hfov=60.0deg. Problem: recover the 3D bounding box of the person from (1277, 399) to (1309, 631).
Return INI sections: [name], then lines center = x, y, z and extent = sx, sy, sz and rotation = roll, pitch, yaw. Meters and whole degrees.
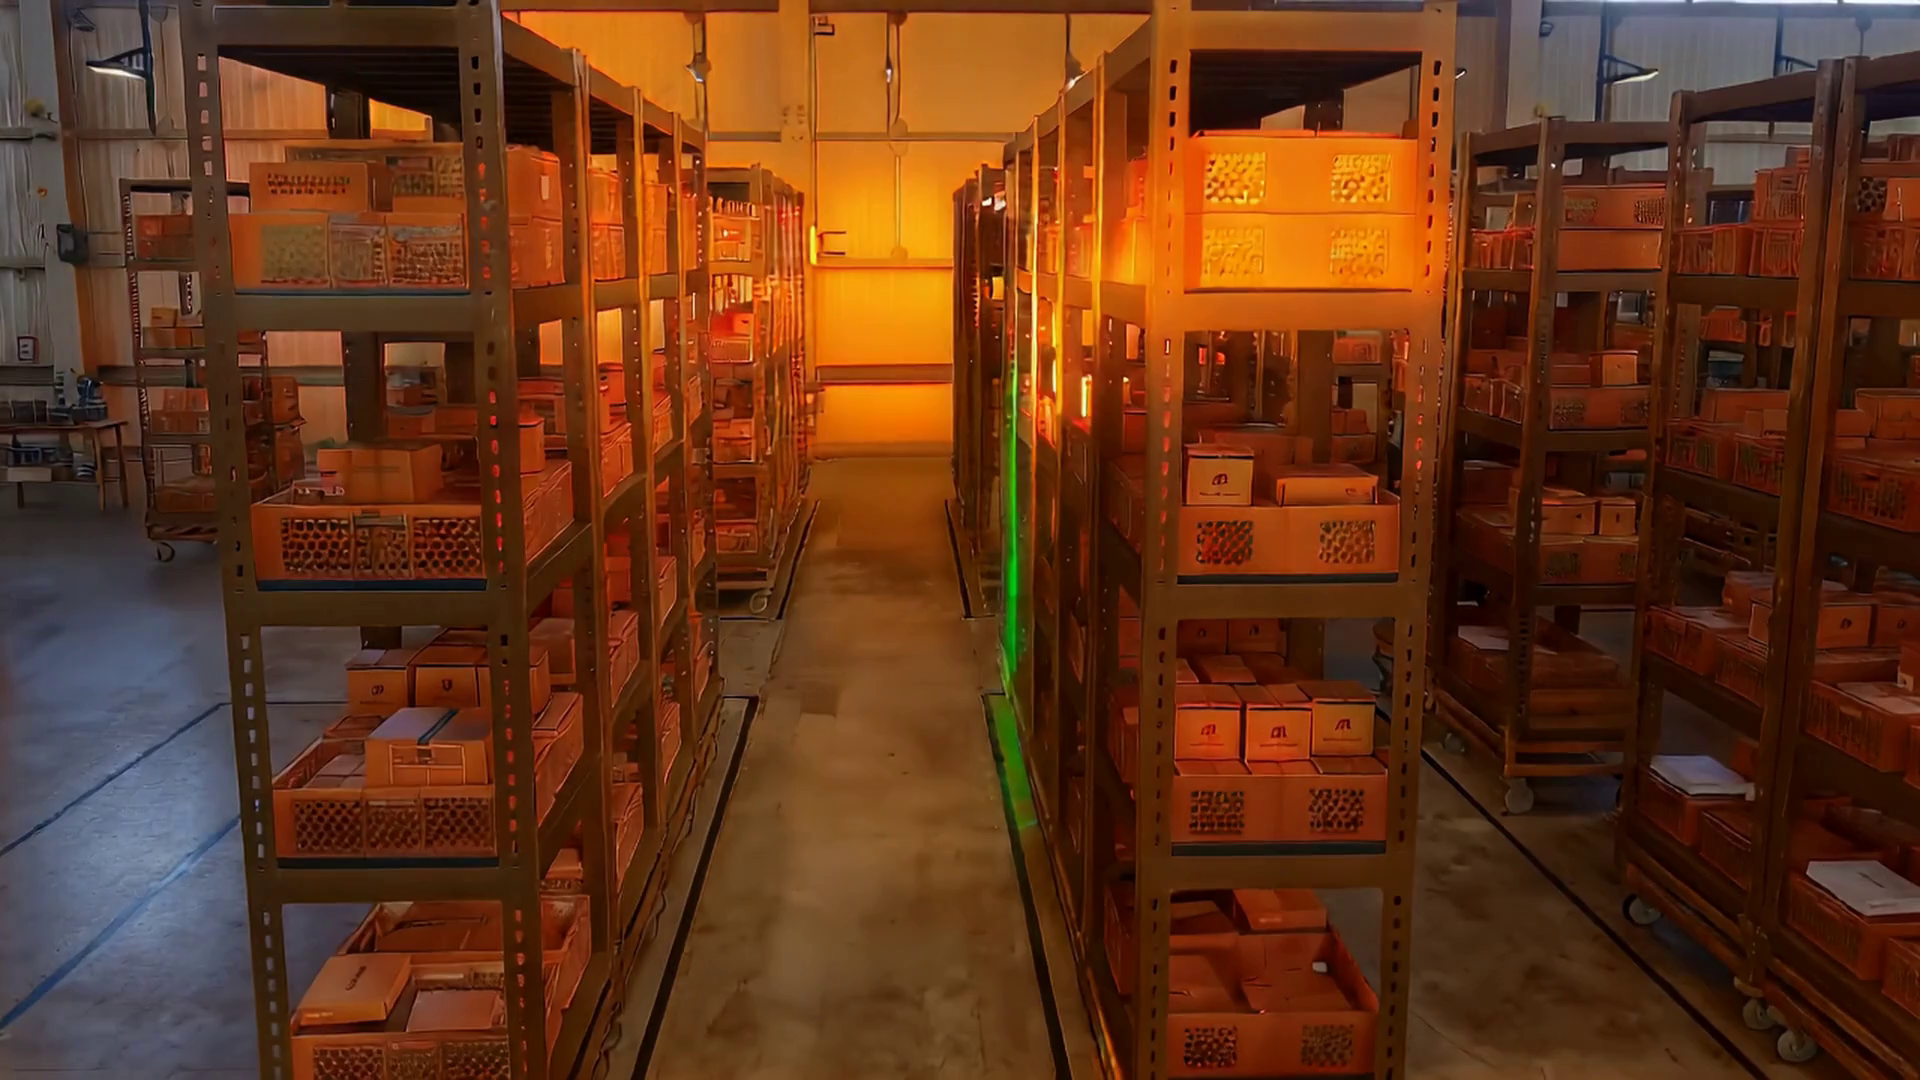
[person]
center = 2.534, -0.213, 13.059
extent = 0.513, 1.804, 0.608
rotation = 9, 13, 42
